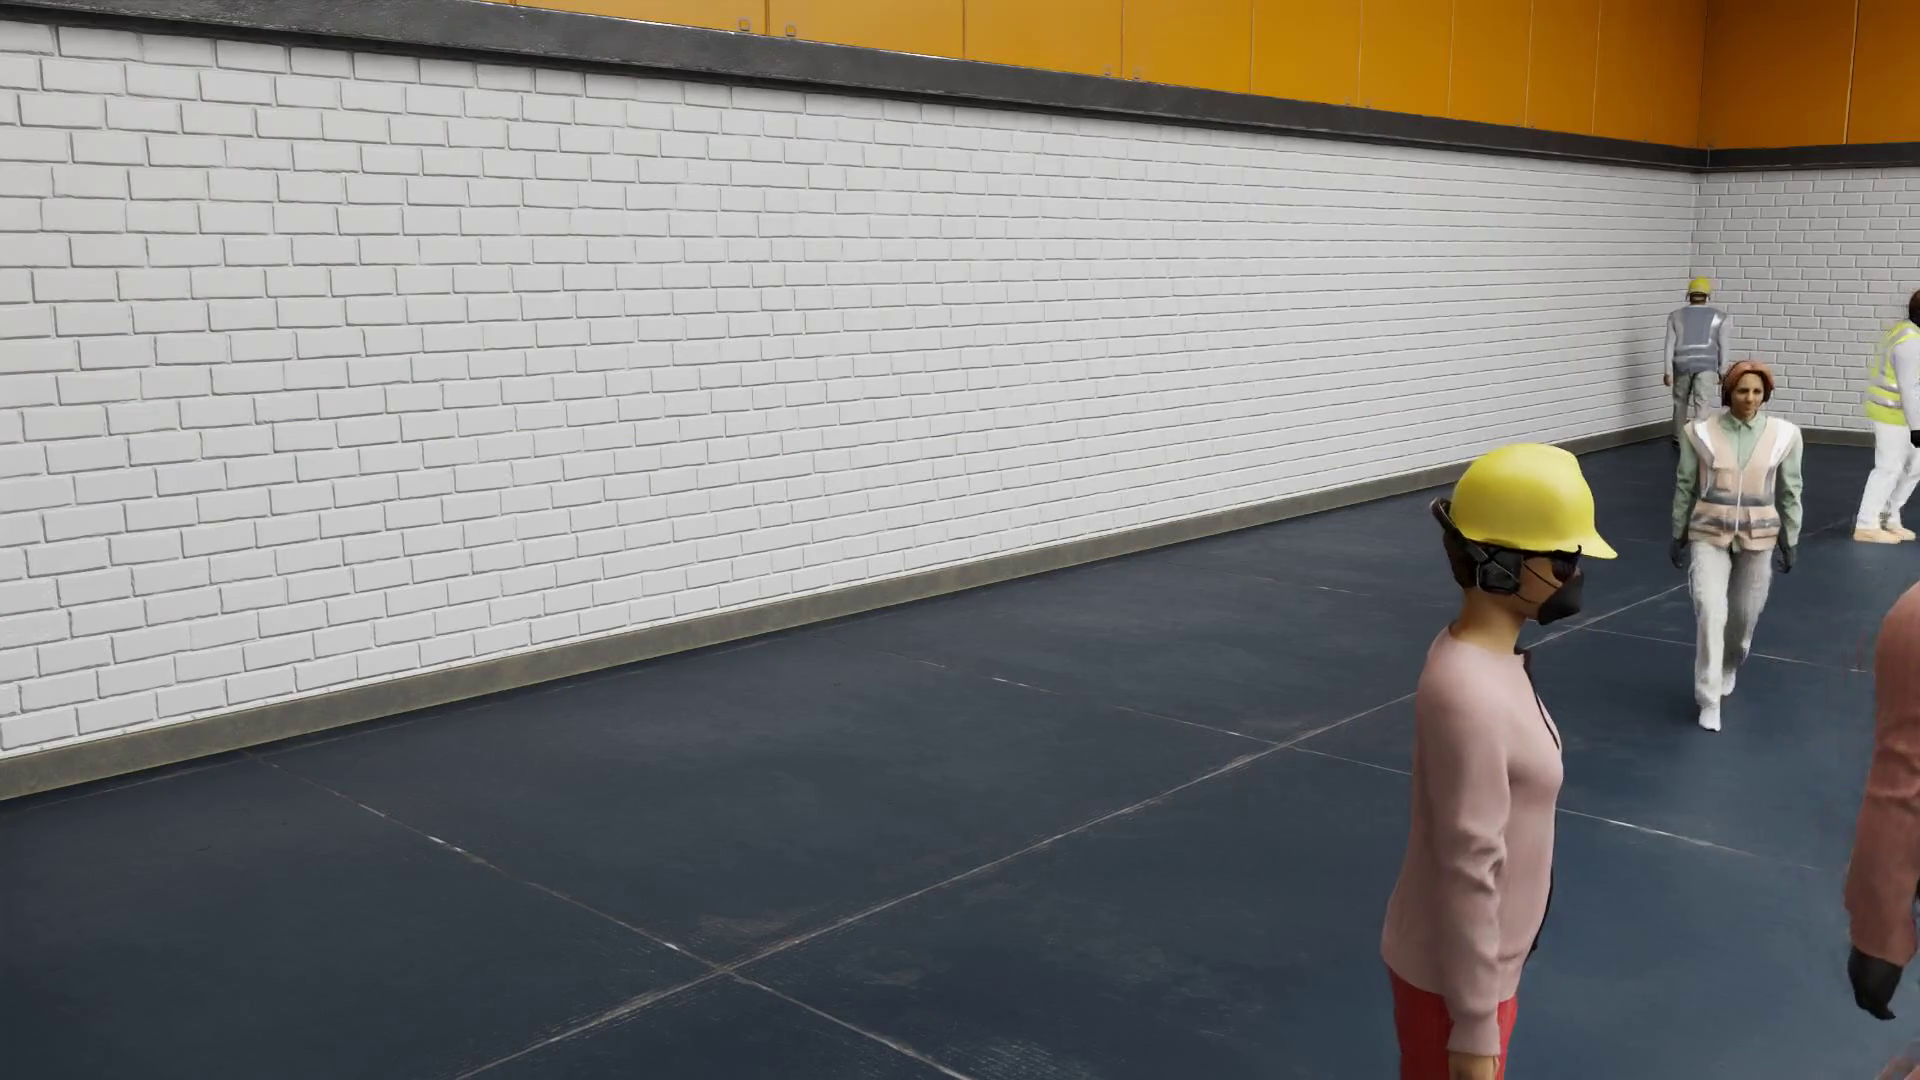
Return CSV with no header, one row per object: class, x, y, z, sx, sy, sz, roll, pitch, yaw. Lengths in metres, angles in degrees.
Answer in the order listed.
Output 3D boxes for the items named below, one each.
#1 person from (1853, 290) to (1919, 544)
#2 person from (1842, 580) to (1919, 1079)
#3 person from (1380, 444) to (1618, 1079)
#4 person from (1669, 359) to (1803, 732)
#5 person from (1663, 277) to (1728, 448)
person,6.551,-0.845,11.591,0.502,1.800,0.656,7,12,34
person,1.900,0.648,2.959,0.659,1.855,0.949,-2,10,-11
person,0.878,0.717,2.790,0.331,1.765,0.533,3,10,18
person,3.436,-0.011,7.394,0.521,1.607,0.775,3,10,17
person,7.475,-1.774,16.912,0.606,1.791,0.902,4,11,21
